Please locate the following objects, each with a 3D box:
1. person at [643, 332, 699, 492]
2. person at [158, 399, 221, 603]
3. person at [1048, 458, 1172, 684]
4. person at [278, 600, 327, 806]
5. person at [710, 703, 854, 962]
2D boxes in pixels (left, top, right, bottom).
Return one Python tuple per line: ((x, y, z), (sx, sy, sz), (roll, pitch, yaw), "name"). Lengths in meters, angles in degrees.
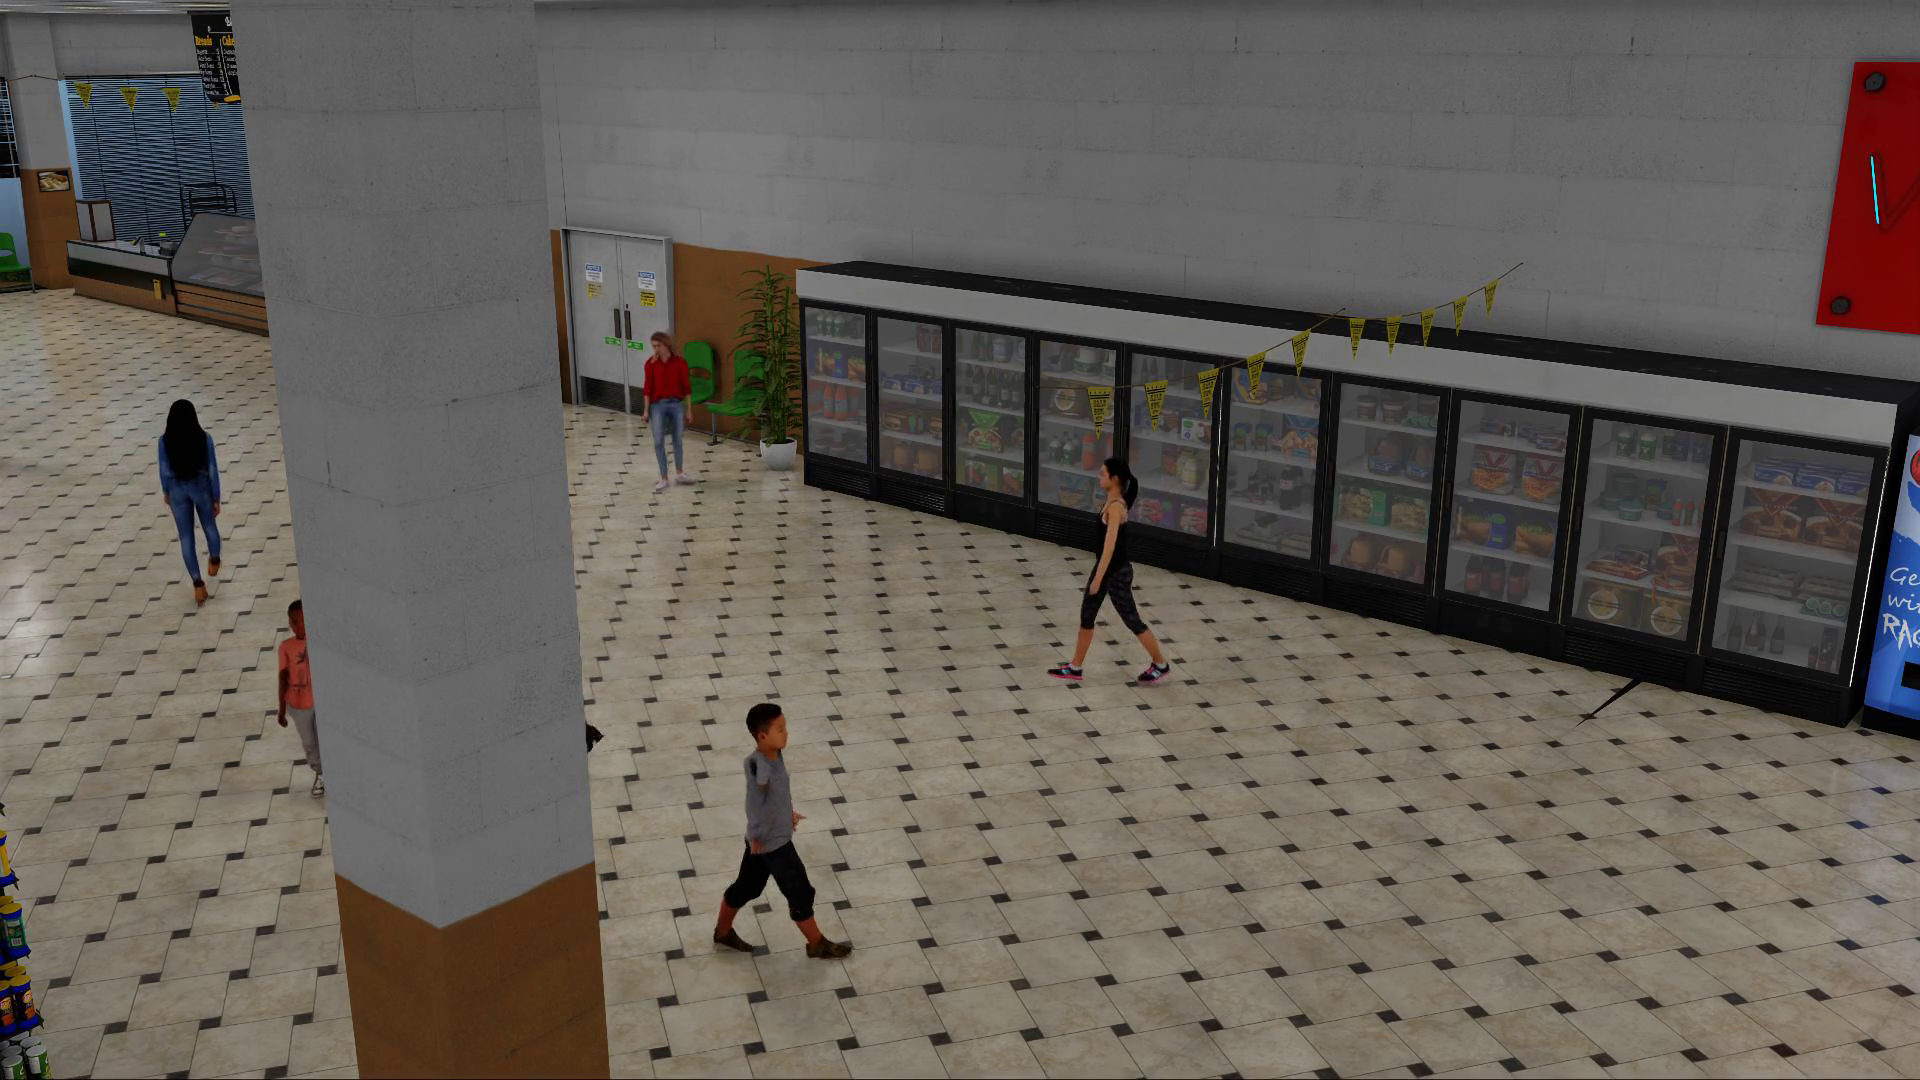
((-3.061, -1.369, 17.492), (0.861, 1.672, 0.929), (-6, 18, -20), "person")
((-6.463, -0.301, 13.980), (1.179, 1.669, 1.014), (-7, 18, -23), "person")
((1.208, 0.276, 12.060), (1.120, 1.682, 1.105), (0, 17, 0), "person")
((-4.055, 0.981, 10.404), (0.697, 1.294, 0.742), (-3, 17, -9), "person")
((-1.048, 1.474, 8.559), (1.004, 1.422, 1.011), (1, 17, 4), "person")
